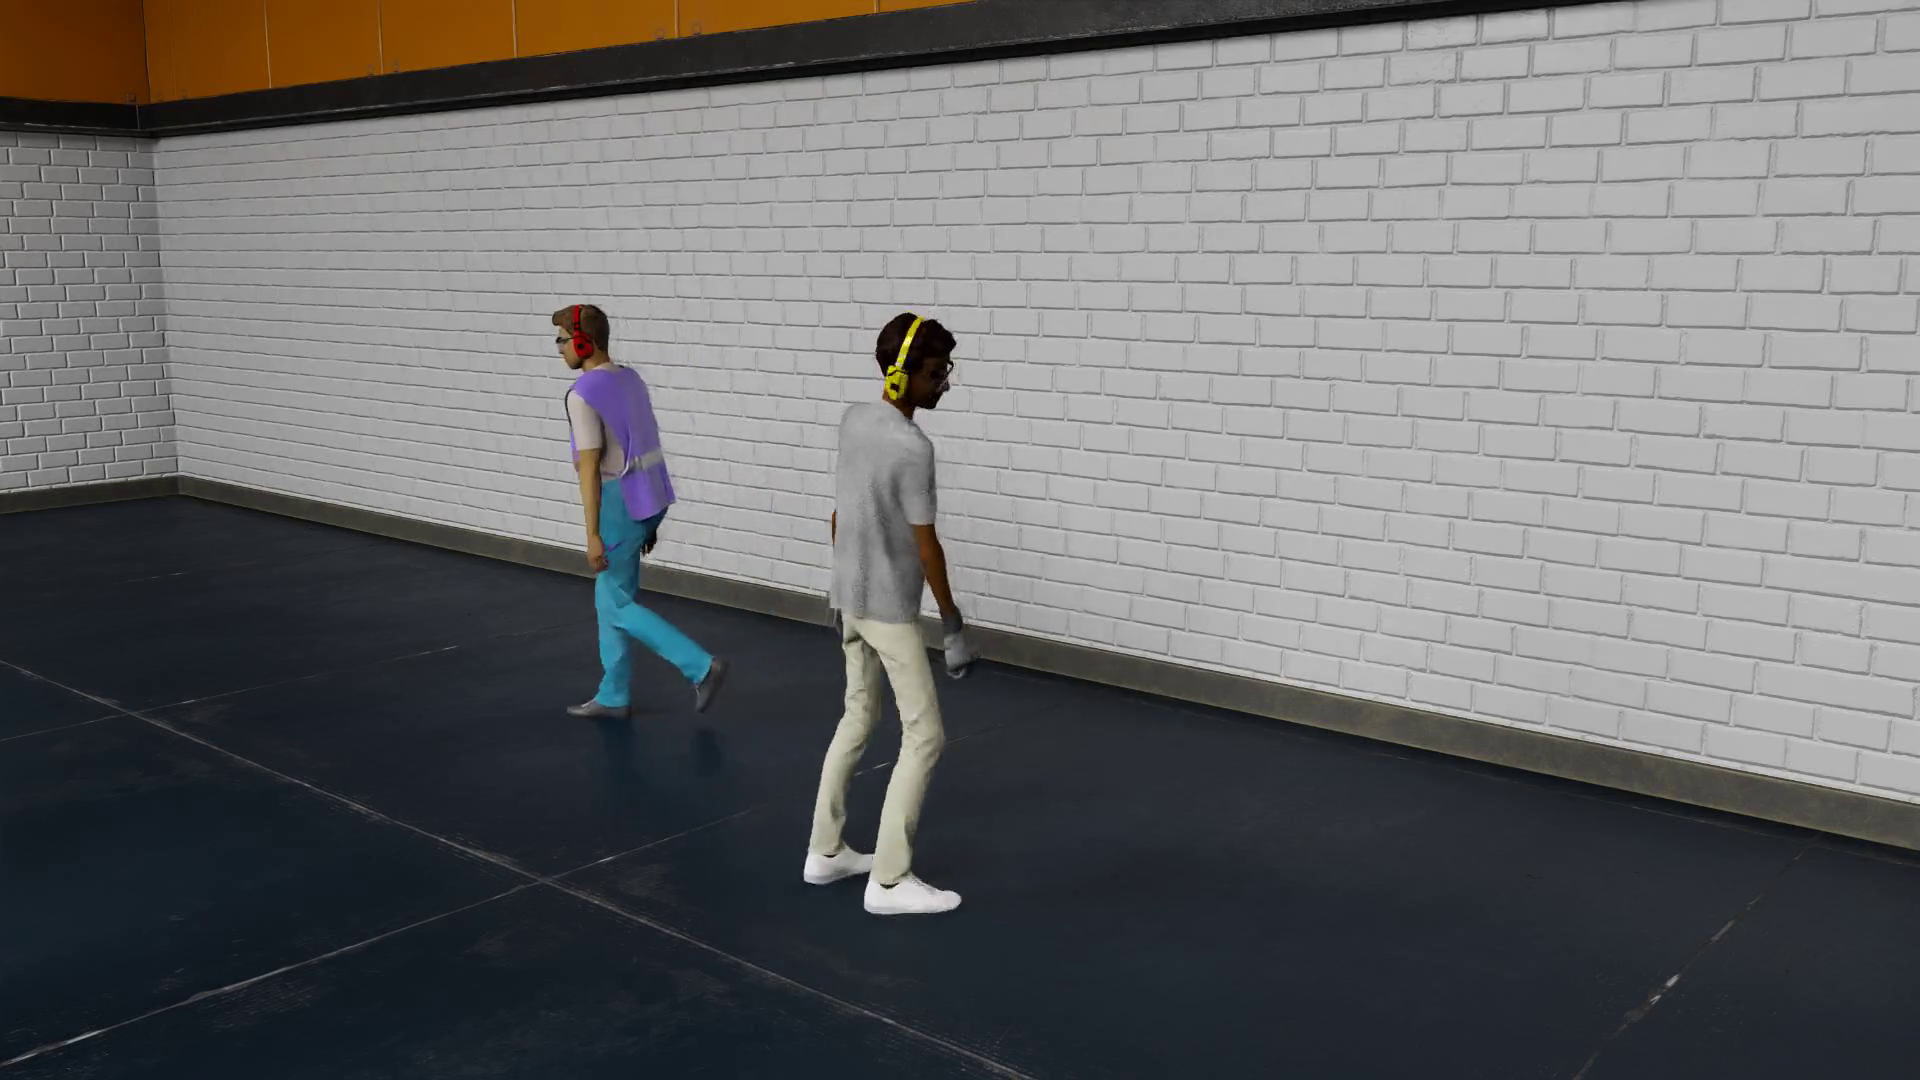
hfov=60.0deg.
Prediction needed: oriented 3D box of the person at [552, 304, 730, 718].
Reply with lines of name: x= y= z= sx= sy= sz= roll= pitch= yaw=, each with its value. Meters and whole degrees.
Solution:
person: x=-1.347 y=-0.090 z=6.998 sx=0.701 sy=1.806 sz=0.579 roll=2 pitch=10 yaw=12

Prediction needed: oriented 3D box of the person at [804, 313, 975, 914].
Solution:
person: x=-0.245 y=0.229 z=5.071 sx=0.365 sy=1.834 sz=0.584 roll=-6 pitch=12 yaw=-31
